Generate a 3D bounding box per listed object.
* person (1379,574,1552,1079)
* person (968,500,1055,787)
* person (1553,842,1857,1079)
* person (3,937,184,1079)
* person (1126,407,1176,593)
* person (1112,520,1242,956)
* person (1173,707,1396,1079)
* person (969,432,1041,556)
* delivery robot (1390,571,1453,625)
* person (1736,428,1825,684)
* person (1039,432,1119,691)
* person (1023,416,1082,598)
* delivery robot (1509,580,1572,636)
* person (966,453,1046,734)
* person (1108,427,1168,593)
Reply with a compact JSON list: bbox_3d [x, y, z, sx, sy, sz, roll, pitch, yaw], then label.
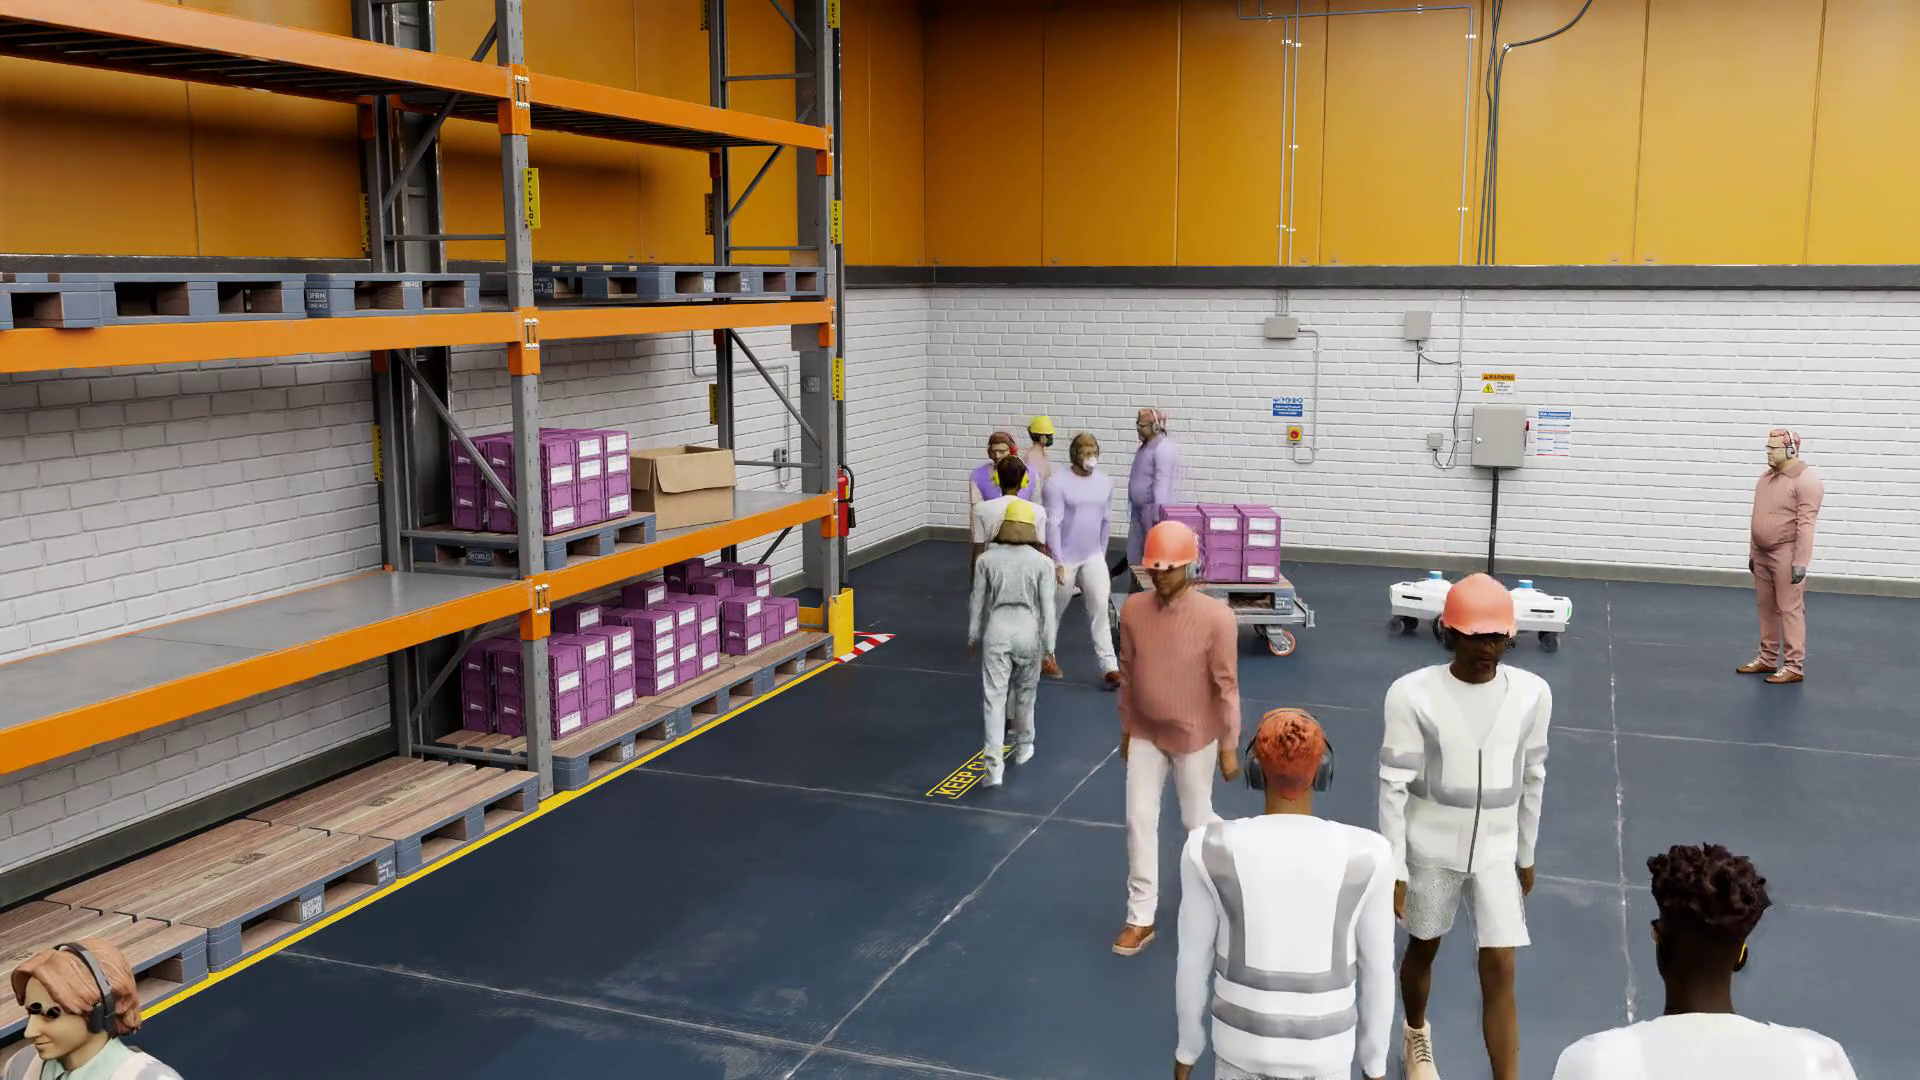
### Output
[{"bbox_3d":[1.790,1.120,5.816,0.624,1.993,1.032,0,9,0],"label":"person"},{"bbox_3d":[0.307,0.606,10.006,0.521,1.688,0.924,1,9,6],"label":"person"},{"bbox_3d":[1.454,1.547,3.409,0.597,1.900,1.041,1,9,5],"label":"person"},{"bbox_3d":[-1.854,1.650,3.613,0.519,1.640,0.307,3,10,19],"label":"person"},{"bbox_3d":[1.779,-0.262,14.888,0.759,1.875,0.646,-2,9,-12],"label":"person"},{"bbox_3d":[1.024,0.857,7.616,0.621,1.961,0.863,6,11,35],"label":"person"},{"bbox_3d":[0.881,1.385,4.546,0.586,1.879,0.342,1,9,8],"label":"person"},{"bbox_3d":[0.344,0.051,13.127,0.578,1.801,0.874,3,9,16],"label":"person"},{"bbox_3d":[3.970,0.504,13.911,0.707,0.478,0.477,8,12,41],"label":"delivery robot"},{"bbox_3d":[6.123,0.115,12.459,0.402,1.901,0.647,-1,9,-8],"label":"person"},{"bbox_3d":[0.889,0.154,12.247,0.650,1.884,1.043,-5,10,-27],"label":"person"},{"bbox_3d":[0.805,-0.275,15.376,0.861,1.725,0.552,4,10,21],"label":"person"},{"bbox_3d":[4.583,0.569,13.502,0.707,0.478,0.477,2,9,14],"label":"delivery robot"},{"bbox_3d":[0.322,0.344,11.195,0.565,1.839,0.785,0,9,0],"label":"person"},{"bbox_3d":[1.643,-0.224,15.285,0.726,1.666,0.562,0,9,1],"label":"person"}]
